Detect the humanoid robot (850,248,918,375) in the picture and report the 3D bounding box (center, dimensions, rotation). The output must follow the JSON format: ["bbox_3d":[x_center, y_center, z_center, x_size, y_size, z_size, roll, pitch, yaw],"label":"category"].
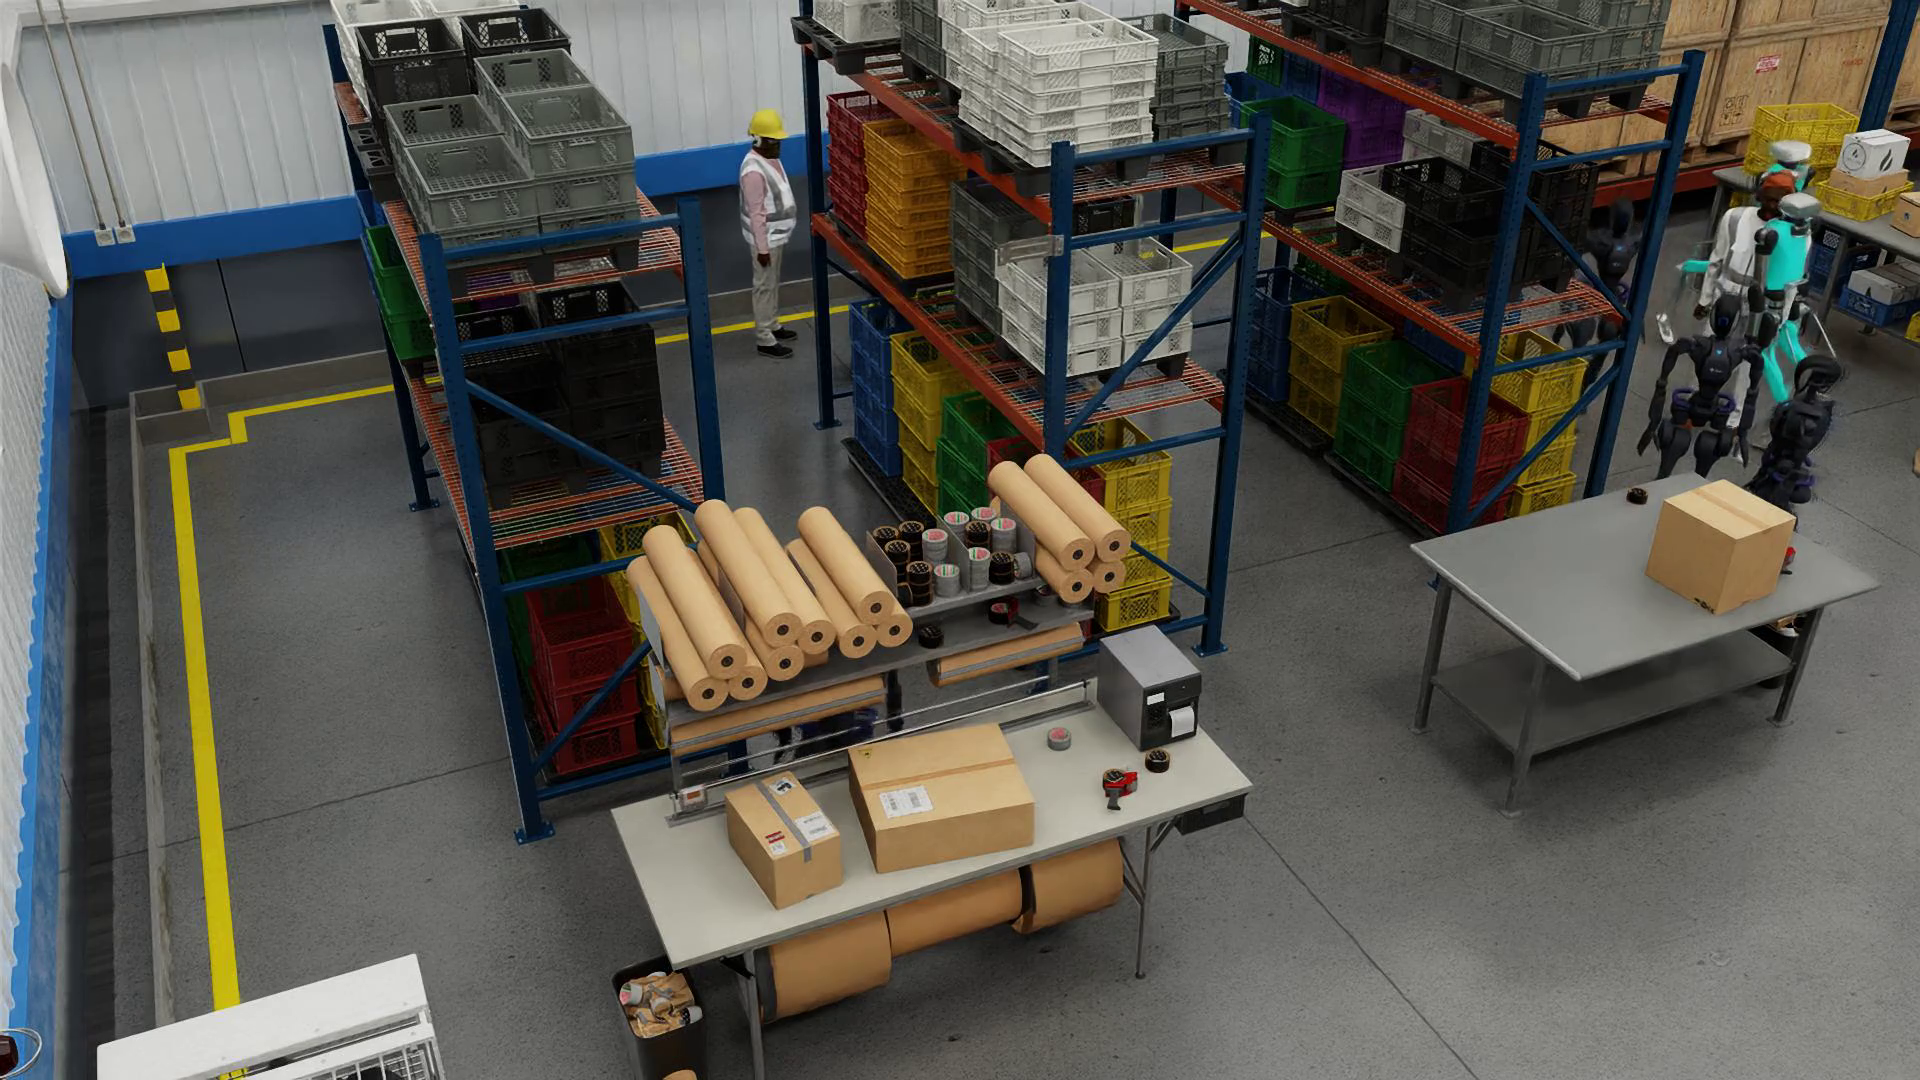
[{"bbox_3d":[-0.496,-1.898,11.740,0.606,1.645,0.610,-18,36,-26],"label":"humanoid robot"}]

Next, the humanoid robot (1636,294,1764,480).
[{"bbox_3d":[4.299,-0.645,9.689,0.608,1.651,0.498,9,33,14],"label":"humanoid robot"}]

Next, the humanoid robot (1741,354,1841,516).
[{"bbox_3d":[4.479,-0.262,9.048,0.483,1.644,0.585,9,33,14],"label":"humanoid robot"}]

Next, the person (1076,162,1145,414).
[{"bbox_3d":[1.016,-1.761,11.368,0.660,1.807,0.577,-27,40,-36],"label":"person"}]

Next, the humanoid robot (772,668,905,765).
[{"bbox_3d":[-0.531,0.849,7.272,0.612,1.633,0.697,0,32,0],"label":"humanoid robot"}]

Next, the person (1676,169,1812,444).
[{"bbox_3d":[5.149,-1.526,10.919,0.581,1.881,0.371,26,40,35],"label":"person"}]

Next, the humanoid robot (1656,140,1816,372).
[{"bbox_3d":[5.520,-2.117,12.069,0.550,1.773,1.027,-17,35,-25],"label":"humanoid robot"}]

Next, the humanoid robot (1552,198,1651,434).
[{"bbox_3d":[4.305,-1.492,11.091,0.602,1.623,0.759,3,32,5],"label":"humanoid robot"}]

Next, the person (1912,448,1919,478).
[{"bbox_3d":[6.455,-1.277,10.371,0.598,2.036,0.403,7,32,11],"label":"person"}]

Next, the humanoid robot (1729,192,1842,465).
[{"bbox_3d":[5.360,-1.299,10.679,0.538,1.781,0.697,-17,36,-26],"label":"humanoid robot"}]

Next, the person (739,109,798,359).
[{"bbox_3d":[-1.383,-2.236,12.113,0.404,1.828,0.590,2,32,4],"label":"person"}]
